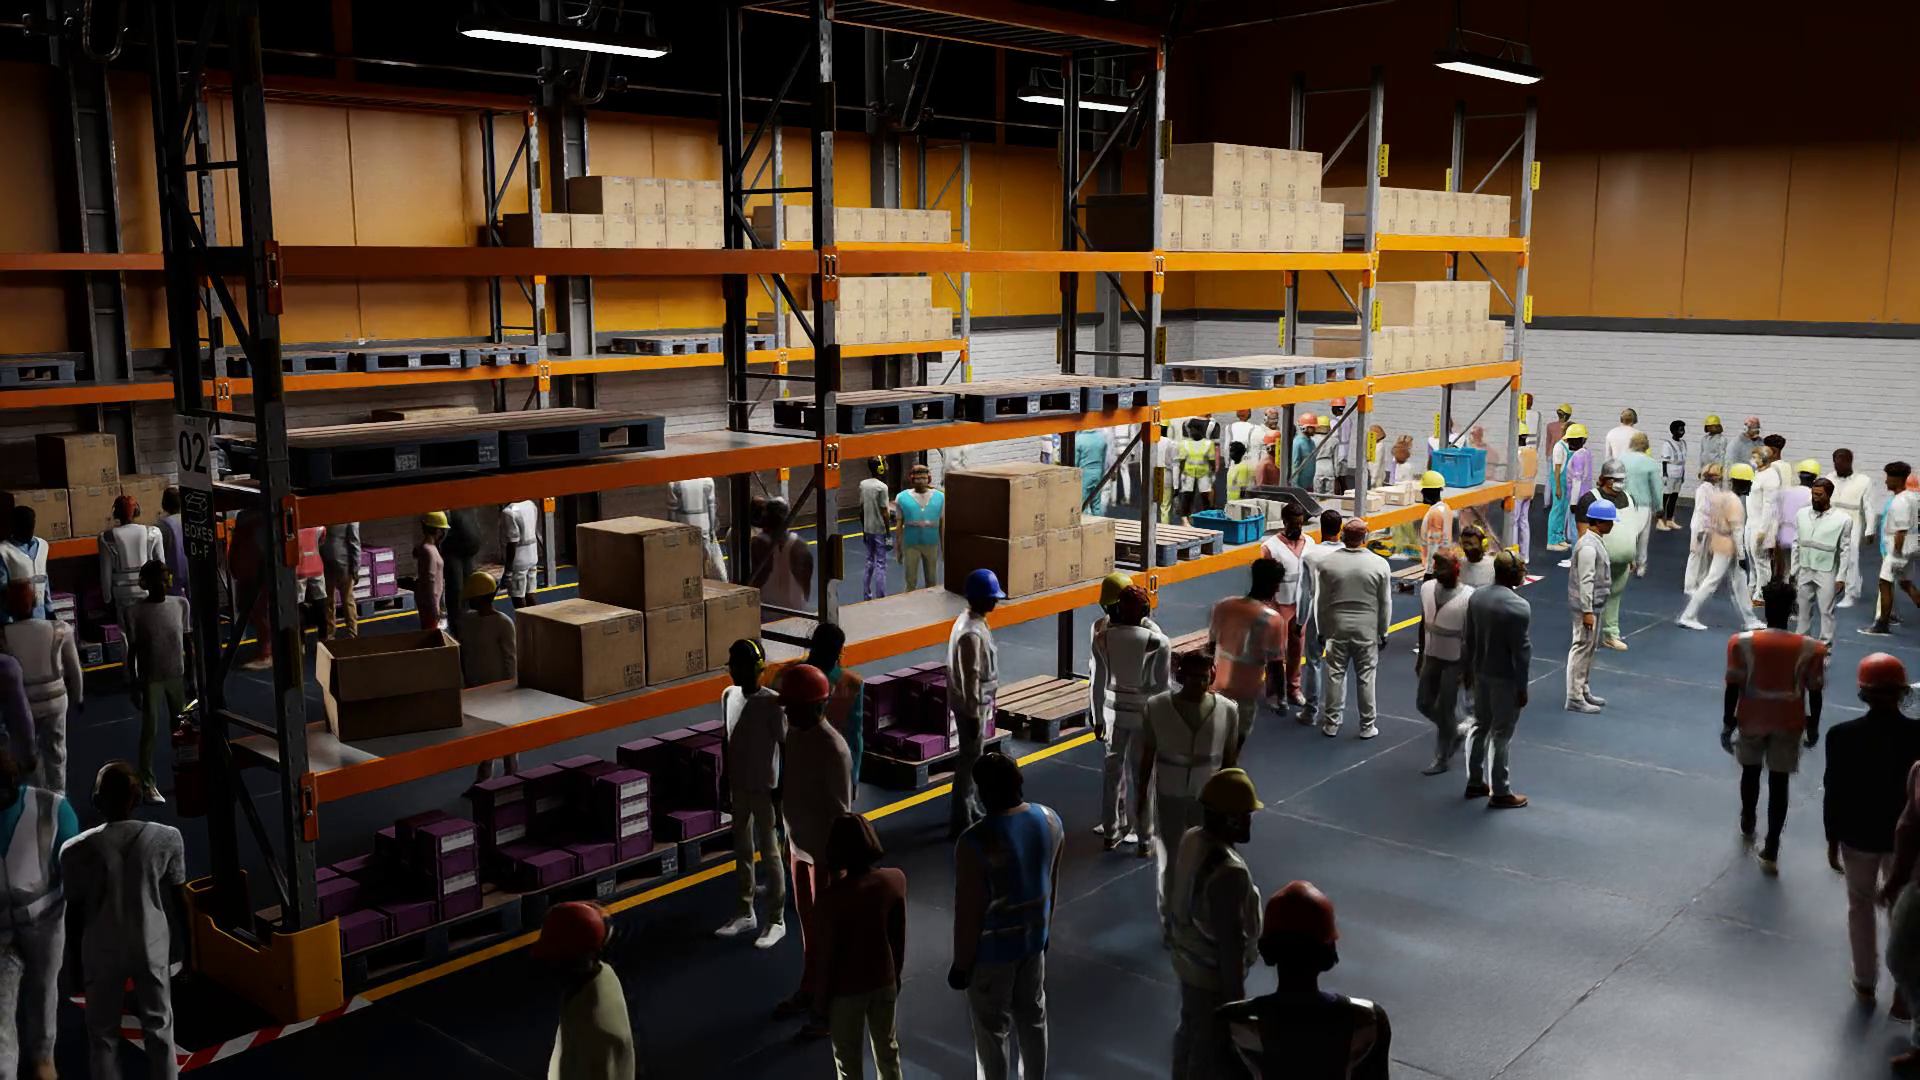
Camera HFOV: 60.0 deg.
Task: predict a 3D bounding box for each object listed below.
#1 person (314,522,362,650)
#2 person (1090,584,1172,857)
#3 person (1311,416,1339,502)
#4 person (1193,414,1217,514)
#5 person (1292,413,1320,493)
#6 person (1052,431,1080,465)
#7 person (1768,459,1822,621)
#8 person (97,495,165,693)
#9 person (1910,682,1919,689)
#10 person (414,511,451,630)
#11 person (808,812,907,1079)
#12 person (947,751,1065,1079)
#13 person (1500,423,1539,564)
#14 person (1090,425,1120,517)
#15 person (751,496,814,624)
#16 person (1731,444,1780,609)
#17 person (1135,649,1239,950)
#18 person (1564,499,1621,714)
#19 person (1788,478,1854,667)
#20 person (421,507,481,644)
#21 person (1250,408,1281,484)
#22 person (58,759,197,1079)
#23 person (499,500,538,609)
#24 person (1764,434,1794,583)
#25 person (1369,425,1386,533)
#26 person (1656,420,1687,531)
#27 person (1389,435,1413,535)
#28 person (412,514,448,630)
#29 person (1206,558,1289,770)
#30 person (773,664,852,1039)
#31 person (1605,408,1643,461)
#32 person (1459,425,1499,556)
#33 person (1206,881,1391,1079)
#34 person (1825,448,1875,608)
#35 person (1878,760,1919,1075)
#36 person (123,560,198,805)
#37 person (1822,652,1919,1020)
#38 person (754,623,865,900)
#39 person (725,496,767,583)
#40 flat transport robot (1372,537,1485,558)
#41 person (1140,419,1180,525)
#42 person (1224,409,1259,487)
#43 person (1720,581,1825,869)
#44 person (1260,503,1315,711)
[{"bbox_3d":[-6.547,0.291,17.400,0.564,1.752,0.338,2,10,12],"label":"person"},{"bbox_3d":[1.174,1.233,11.415,0.575,1.880,0.358,4,10,24],"label":"person"},{"bbox_3d":[5.510,-1.025,25.309,0.484,1.738,0.321,-1,10,-7],"label":"person"},{"bbox_3d":[3.902,-1.305,26.419,0.386,1.929,0.543,-2,10,-10],"label":"person"},{"bbox_3d":[4.781,-0.779,23.107,0.407,1.986,0.619,7,12,35],"label":"person"},{"bbox_3d":[1.660,-1.142,25.104,0.616,2.039,0.386,-8,13,-41],"label":"person"},{"bbox_3d":[9.312,0.042,18.563,0.878,1.891,0.596,-6,11,-31],"label":"person"},{"bbox_3d":[-7.804,0.505,15.728,0.572,1.887,0.355,-7,12,-35],"label":"person"},{"bbox_3d":[9.242,0.600,15.596,0.315,1.740,0.494,-2,10,-13],"label":"person"},{"bbox_3d":[-4.958,0.585,15.674,0.377,1.752,0.520,-3,10,-17],"label":"person"},{"bbox_3d":[-0.455,2.015,7.470,0.499,1.633,0.282,-8,12,-39],"label":"person"},{"bbox_3d":[0.187,1.874,7.710,0.622,1.838,0.429,-9,13,-42],"label":"person"},{"bbox_3d":[7.497,-0.614,22.340,0.591,1.913,0.399,-7,12,-35],"label":"person"},{"bbox_3d":[2.246,-1.116,25.374,0.500,1.898,0.675,-1,10,-6],"label":"person"},{"bbox_3d":[-1.620,0.592,14.750,0.702,2.000,0.623,-4,10,-24],"label":"person"},{"bbox_3d":[9.386,-0.161,19.553,0.372,1.940,0.632,2,10,10],"label":"person"},{"bbox_3d":[1.343,1.528,9.782,0.612,1.825,0.475,-1,10,-4],"label":"person"},{"bbox_3d":[5.723,0.590,15.081,0.417,1.938,0.612,5,11,29],"label":"person"},{"bbox_3d":[8.639,0.322,16.727,0.374,1.916,0.596,-5,11,-29],"label":"person"},{"bbox_3d":[-5.415,0.070,17.867,0.542,2.000,0.701,3,10,18],"label":"person"},{"bbox_3d":[4.645,-1.037,24.923,0.656,1.894,0.401,-6,11,-30],"label":"person"},{"bbox_3d":[-3.758,1.901,7.557,0.521,1.834,0.364,-7,12,-34],"label":"person"},{"bbox_3d":[-4.545,0.233,17.110,0.369,1.967,0.601,2,10,10],"label":"person"},{"bbox_3d":[10.033,-0.332,20.535,0.606,1.959,0.375,-8,12,-38],"label":"person"},{"bbox_3d":[6.272,-0.922,25.050,0.294,1.623,0.501,1,10,8],"label":"person"},{"bbox_3d":[10.781,-0.977,25.166,0.536,1.690,0.321,-6,11,-34],"label":"person"},{"bbox_3d":[6.240,-0.682,23.582,0.315,1.632,0.523,2,10,14],"label":"person"},{"bbox_3d":[-5.737,0.046,18.560,0.662,1.870,0.699,5,11,27],"label":"person"},{"bbox_3d":[2.084,1.073,12.253,0.652,1.911,0.642,-7,12,-35],"label":"person"},{"bbox_3d":[-0.783,1.620,8.790,0.409,1.986,0.621,-6,11,-30],"label":"person"},{"bbox_3d":[9.733,-0.959,24.314,0.368,1.940,0.633,-6,11,-34],"label":"person"},{"bbox_3d":[6.936,-0.594,22.342,0.659,1.891,0.467,-5,11,-27],"label":"person"},{"bbox_3d":[1.103,2.135,5.555,0.609,2.036,0.403,0,10,-2],"label":"person"},{"bbox_3d":[10.584,-0.159,19.725,0.659,1.887,0.700,-5,11,-28],"label":"person"},{"bbox_3d":[4.856,1.765,8.133,0.429,1.911,0.722,-3,10,-19],"label":"person"},{"bbox_3d":[-6.012,1.057,12.539,0.332,1.859,0.501,7,12,37],"label":"person"},{"bbox_3d":[4.960,1.604,8.929,0.638,1.966,0.679,3,10,19],"label":"person"},{"bbox_3d":[-0.957,1.410,10.377,0.748,1.873,0.423,2,10,10],"label":"person"},{"bbox_3d":[-1.944,0.483,16.014,0.619,1.839,0.430,-7,12,-37],"label":"person"},{"bbox_3d":[6.437,0.138,22.733,0.652,0.197,1.431,-9,13,-43],"label":"flat transport robot"},{"bbox_3d":[2.832,-0.821,23.551,0.587,1.920,0.396,5,11,27],"label":"person"},{"bbox_3d":[4.369,-1.162,25.690,0.573,1.883,0.357,5,11,27],"label":"person"},{"bbox_3d":[5.544,1.225,11.356,0.616,1.917,0.997,4,10,23],"label":"person"},{"bbox_3d":[2.968,0.599,15.116,0.599,1.909,0.398,-6,11,-31],"label":"person"}]
